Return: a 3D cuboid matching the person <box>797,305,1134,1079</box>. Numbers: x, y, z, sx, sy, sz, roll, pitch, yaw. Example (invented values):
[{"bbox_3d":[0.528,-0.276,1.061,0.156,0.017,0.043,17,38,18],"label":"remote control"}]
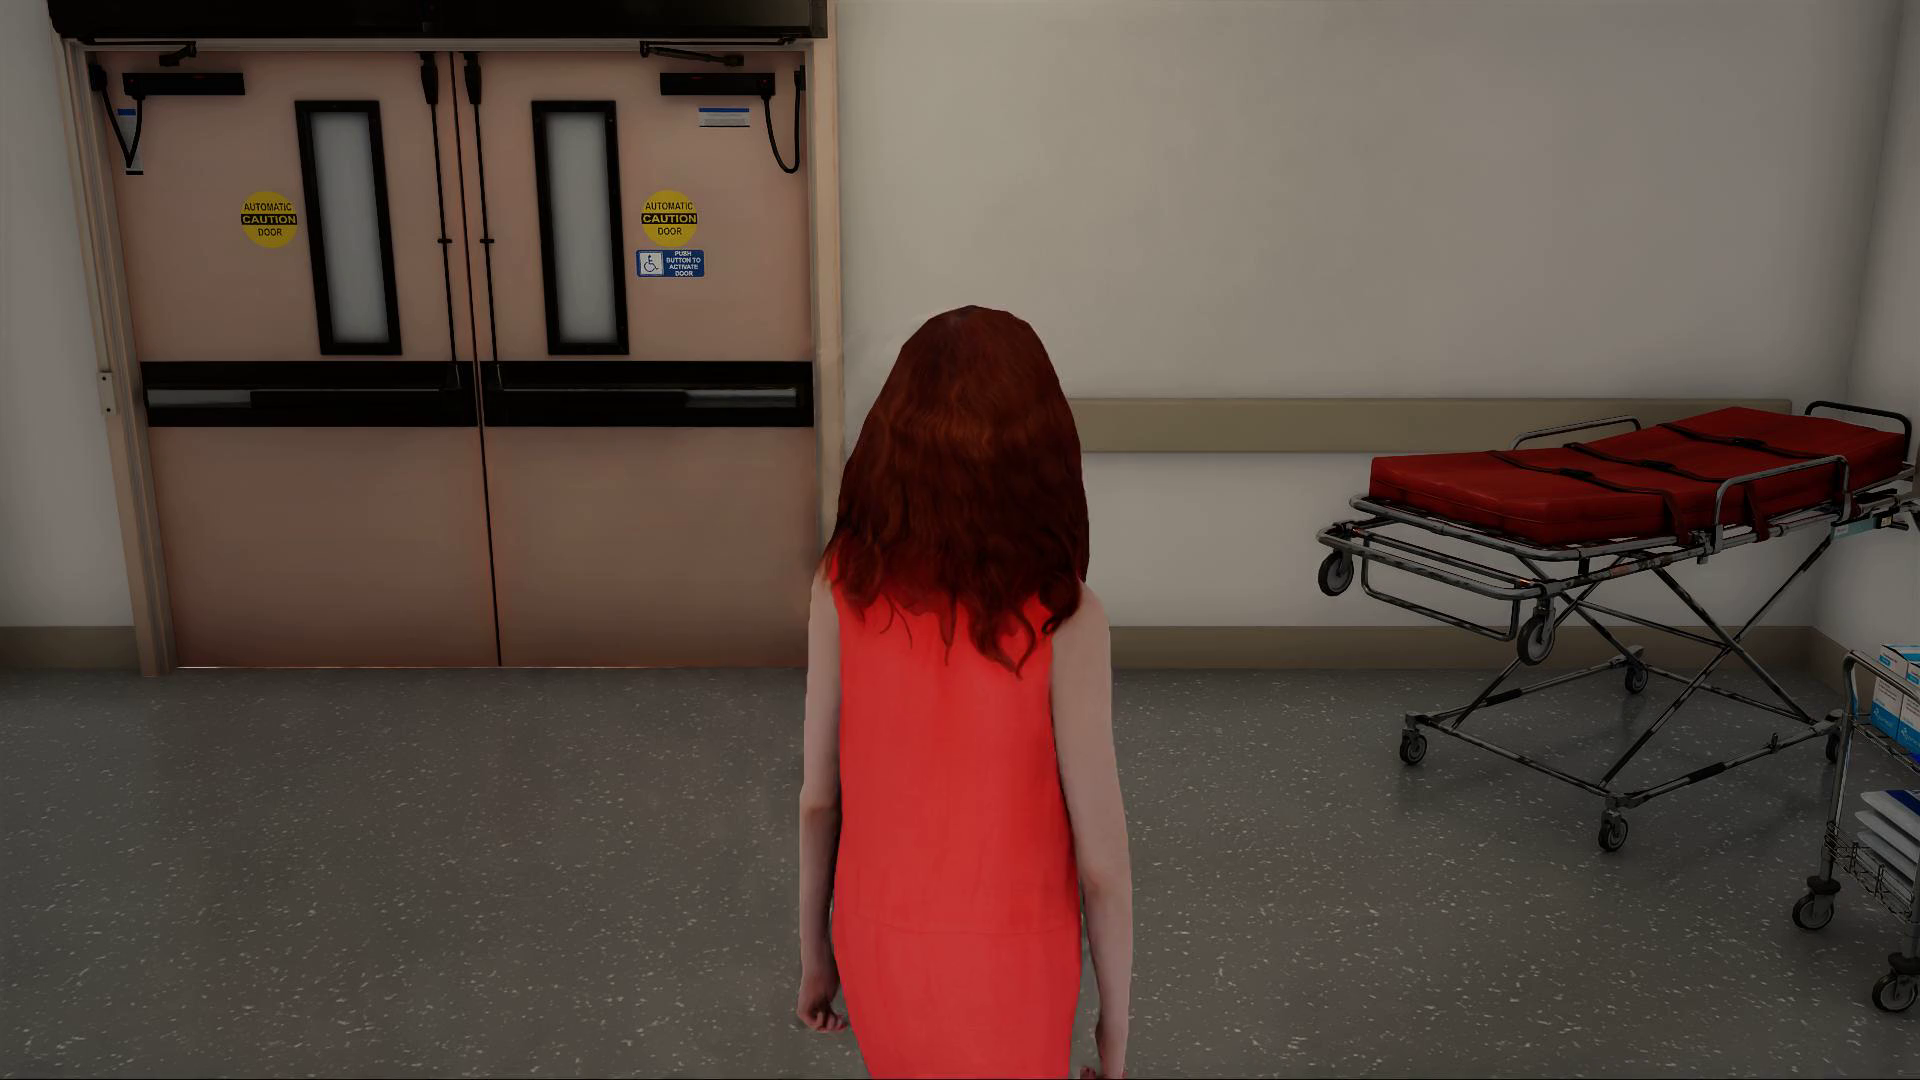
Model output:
[{"bbox_3d":[-0.050,0.627,2.147,0.763,1.815,0.831,7,17,23],"label":"person"}]
